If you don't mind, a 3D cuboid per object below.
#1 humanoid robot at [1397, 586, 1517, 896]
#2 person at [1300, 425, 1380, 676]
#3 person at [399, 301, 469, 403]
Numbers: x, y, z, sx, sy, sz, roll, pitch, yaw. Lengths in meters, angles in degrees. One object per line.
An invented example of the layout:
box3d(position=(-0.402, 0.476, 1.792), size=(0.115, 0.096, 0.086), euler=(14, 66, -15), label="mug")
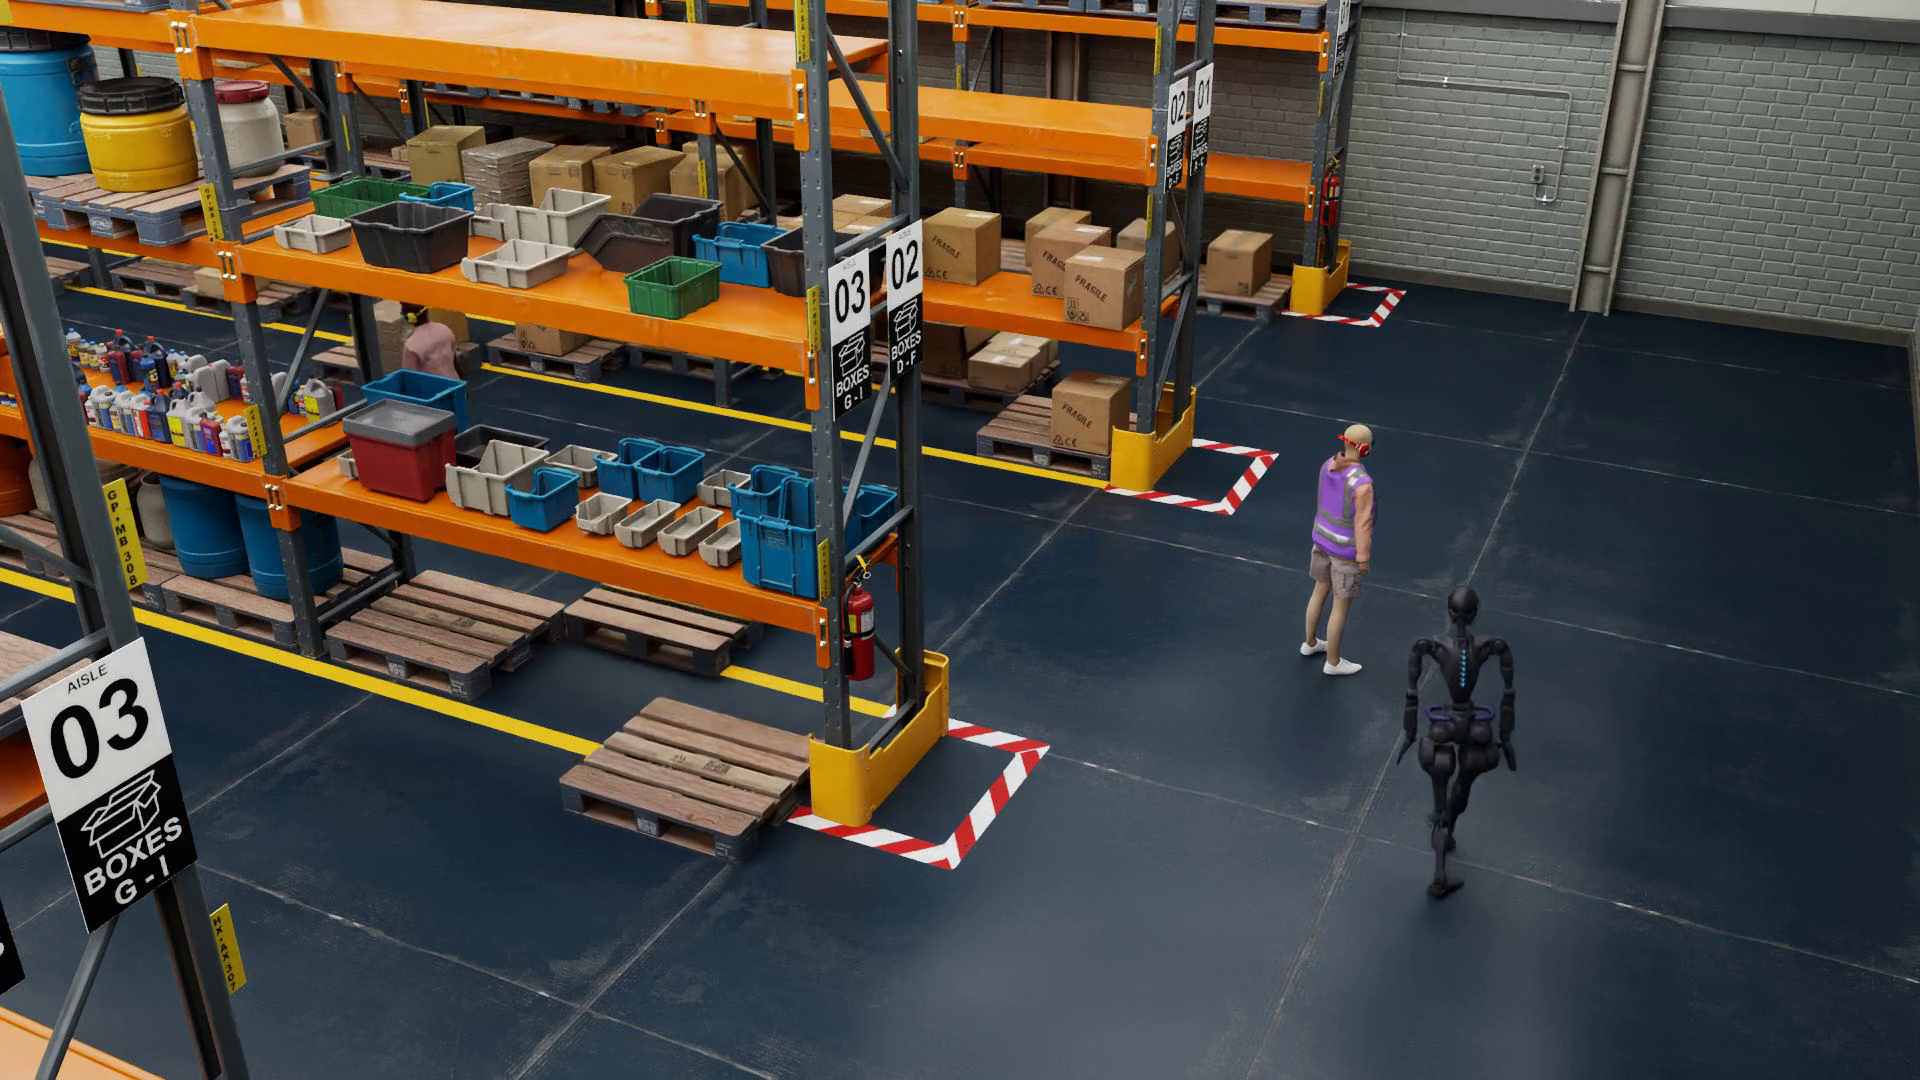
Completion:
box3d(position=(2.612, 1.032, 8.680), size=(0.609, 1.614, 0.669), euler=(3, 26, 6), label="humanoid robot")
box3d(position=(2.423, 0.058, 10.589), size=(0.348, 1.688, 0.490), euler=(-11, 28, -21), label="person")
box3d(position=(-4.108, -1.078, 12.785), size=(0.775, 1.768, 0.540), euler=(13, 29, 24), label="person")
